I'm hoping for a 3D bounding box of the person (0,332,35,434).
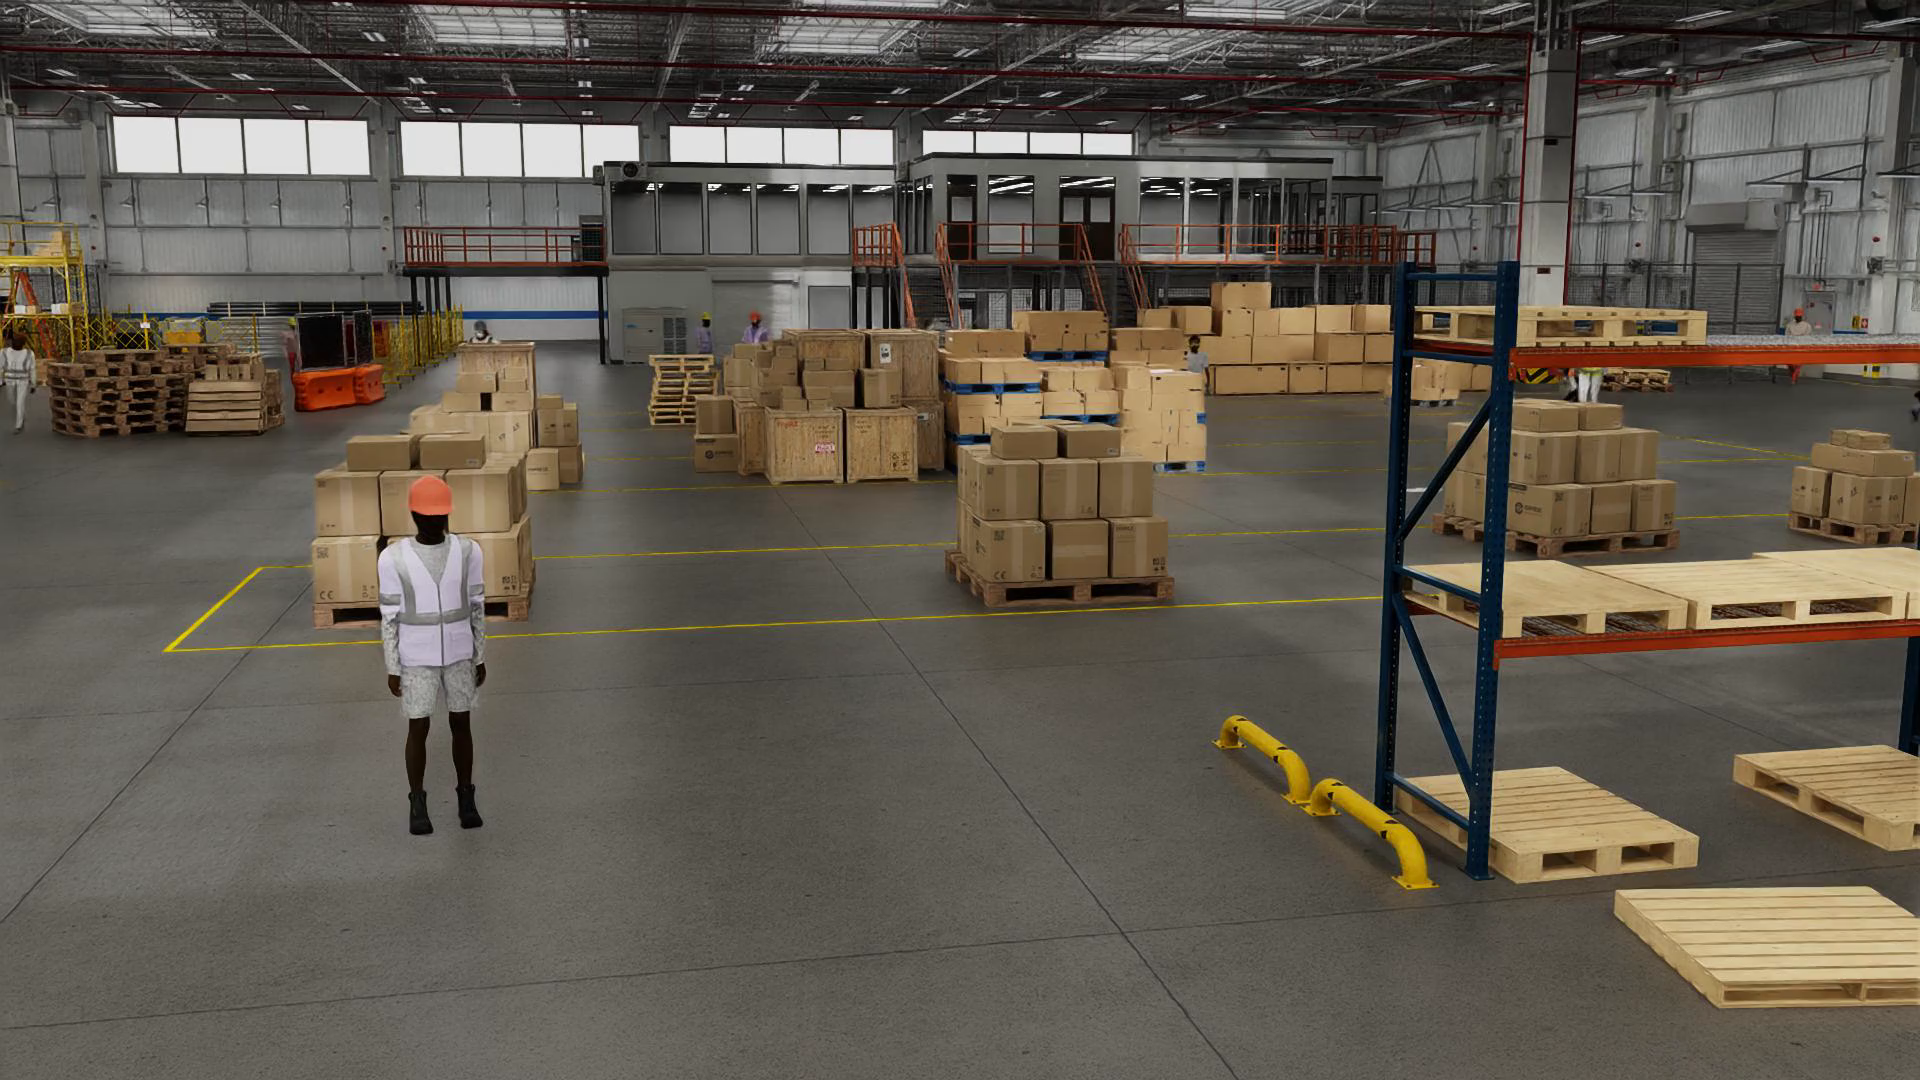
[{"bbox_3d":[-17.132,-2.866,30.261,0.607,1.840,0.874,-3,10,-20],"label":"person"}]

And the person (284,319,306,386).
[{"bbox_3d":[-16.747,-4.712,41.888,0.544,1.719,0.922,-5,11,-30],"label":"person"}]

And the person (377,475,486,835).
[{"bbox_3d":[-2.772,0.611,8.812,0.541,1.929,0.394,-5,11,-29],"label":"person"}]

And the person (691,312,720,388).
[{"bbox_3d":[-6.401,-4.744,41.560,0.921,1.901,0.593,8,12,41],"label":"person"}]

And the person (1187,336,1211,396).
[{"bbox_3d":[4.120,-2.685,29.248,0.508,1.818,0.999,-1,9,-5],"label":"person"}]

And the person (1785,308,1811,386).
[{"bbox_3d":[21.229,-4.895,42.188,0.636,1.980,0.564,8,12,39],"label":"person"}]

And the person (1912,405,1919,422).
[{"bbox_3d":[18.413,-3.033,31.569,0.522,1.738,0.676,-3,10,-17],"label":"person"}]

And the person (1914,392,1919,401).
[{"bbox_3d":[21.752,-4.010,37.076,0.554,1.885,0.987,1,9,3],"label":"person"}]

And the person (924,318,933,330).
[{"bbox_3d":[-0.622,-3.872,36.178,0.800,1.905,0.650,8,12,41],"label":"person"}]

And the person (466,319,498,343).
[{"bbox_3d":[-9.044,-3.171,31.503,0.688,2.000,0.537,0,9,1],"label":"person"}]

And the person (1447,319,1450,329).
[{"bbox_3d":[13.580,-5.463,45.751,0.380,1.951,0.605,-4,10,-25],"label":"person"}]

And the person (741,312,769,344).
[{"bbox_3d":[-4.687,-4.192,37.879,0.626,1.989,1.045,4,10,24],"label":"person"}]

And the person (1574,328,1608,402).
[{"bbox_3d":[12.352,-3.233,32.580,0.627,1.805,0.839,3,10,20],"label":"person"}]

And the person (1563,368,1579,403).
[{"bbox_3d":[12.247,-3.232,33.032,0.560,1.642,0.896,-6,11,-32],"label":"person"}]
